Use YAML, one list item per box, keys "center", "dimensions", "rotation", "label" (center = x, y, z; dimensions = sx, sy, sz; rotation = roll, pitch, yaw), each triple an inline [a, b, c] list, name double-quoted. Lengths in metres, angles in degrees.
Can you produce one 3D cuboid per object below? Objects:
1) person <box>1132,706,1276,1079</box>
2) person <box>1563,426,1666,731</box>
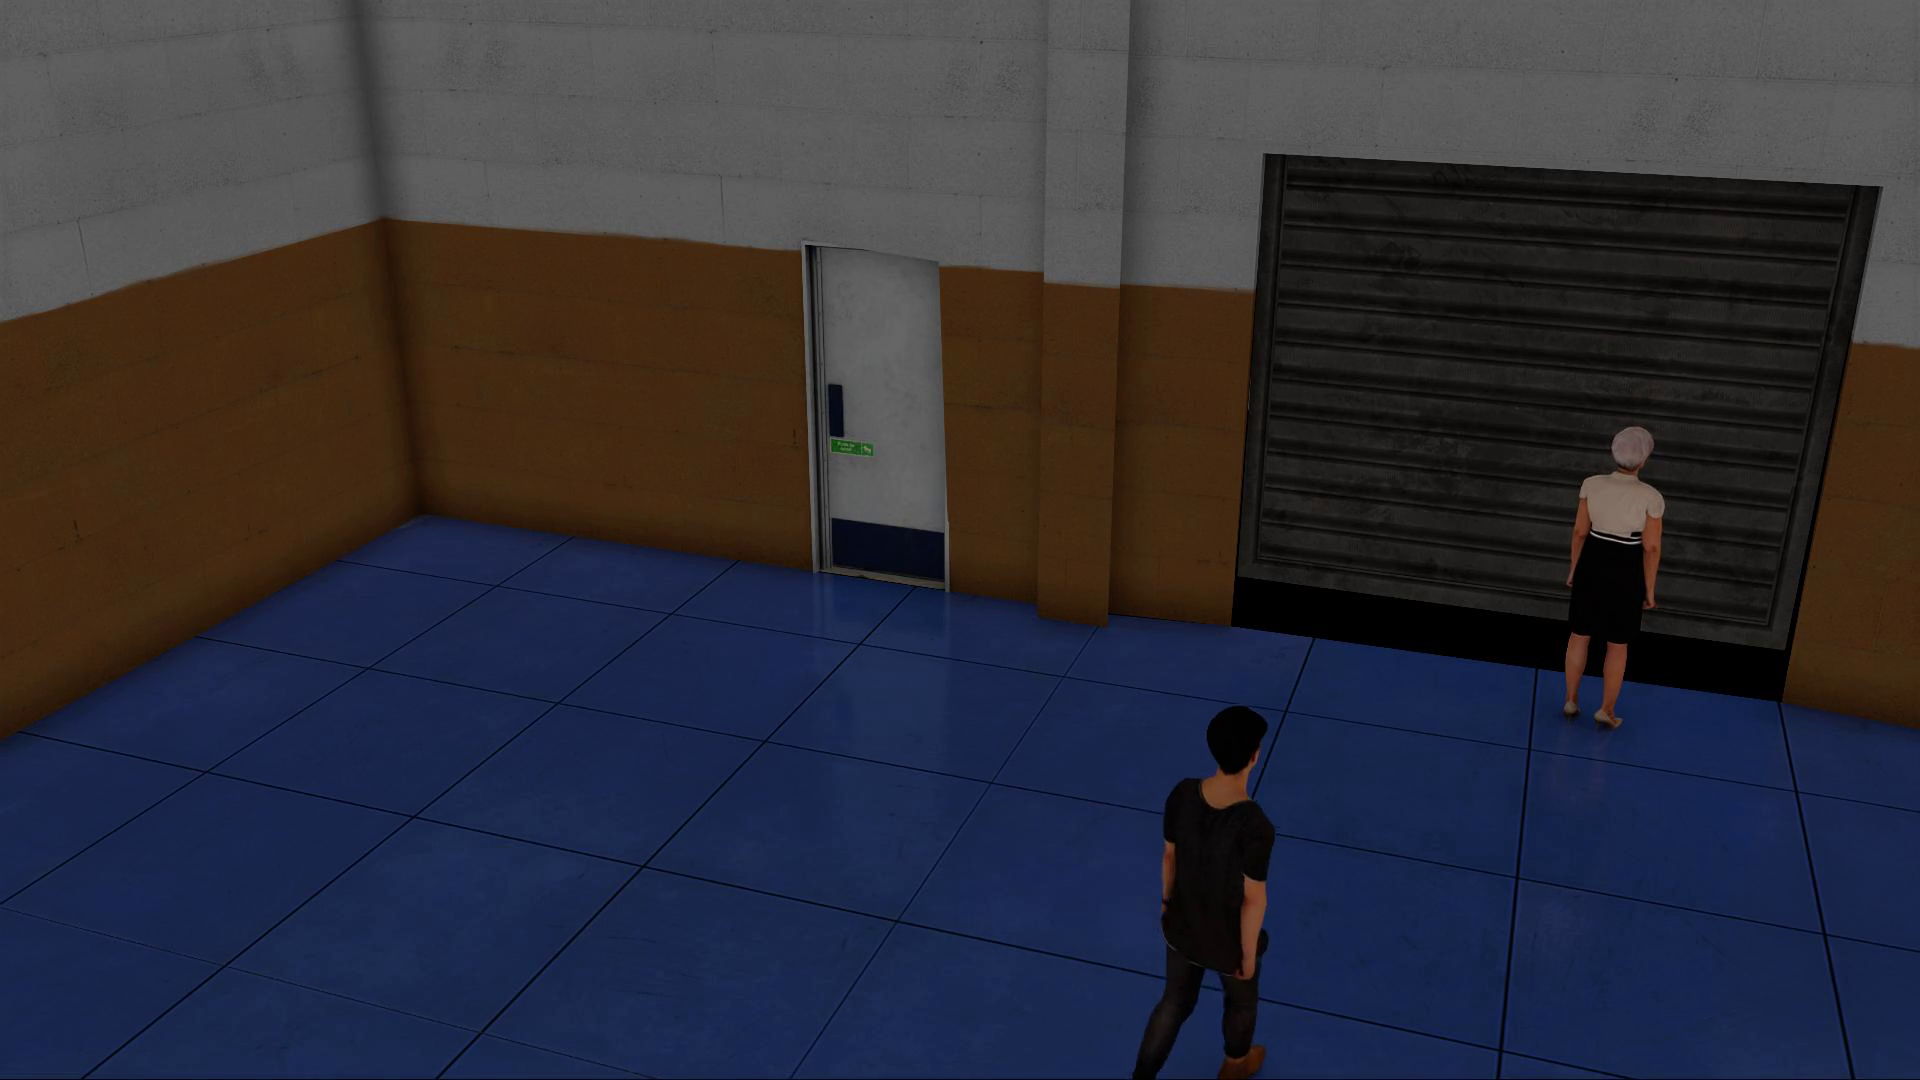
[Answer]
- center: [0.890, 1.445, 6.160]
  dimensions: [1.079, 1.689, 0.941]
  rotation: [17, 28, 36]
  label: "person"
- center: [3.557, 0.222, 9.116]
  dimensions: [0.592, 1.754, 0.764]
  rotation: [17, 28, 37]
  label: "person"
